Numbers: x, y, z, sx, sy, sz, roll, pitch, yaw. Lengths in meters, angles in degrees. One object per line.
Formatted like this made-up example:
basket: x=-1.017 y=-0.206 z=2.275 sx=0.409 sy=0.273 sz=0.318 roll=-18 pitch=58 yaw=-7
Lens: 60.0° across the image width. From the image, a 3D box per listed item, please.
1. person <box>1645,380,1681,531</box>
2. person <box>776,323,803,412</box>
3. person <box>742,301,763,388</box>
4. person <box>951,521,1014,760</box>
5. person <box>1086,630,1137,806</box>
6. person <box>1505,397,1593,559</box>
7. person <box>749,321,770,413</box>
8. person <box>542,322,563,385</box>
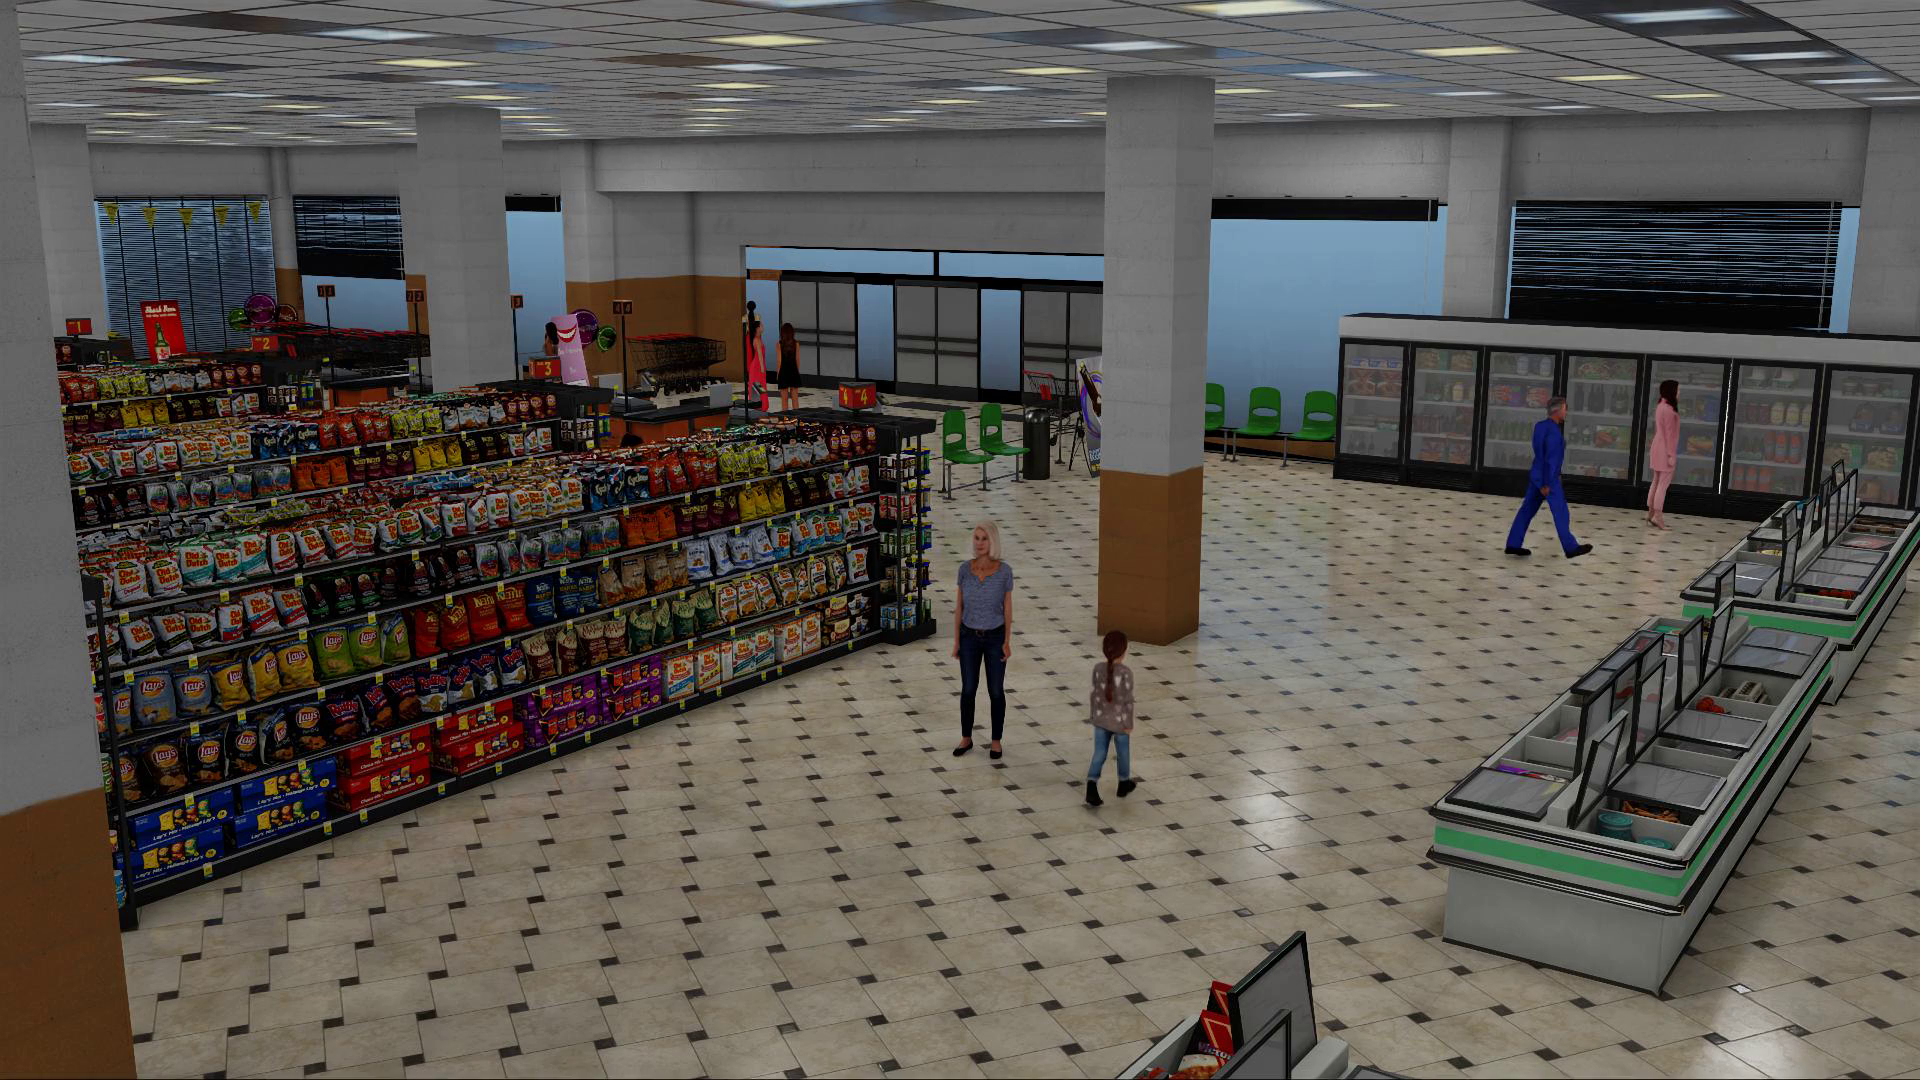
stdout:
person: x=8.484 y=-1.032 z=20.064 sx=0.750 sy=1.803 sz=0.627 roll=1 pitch=12 yaw=6
person: x=-2.907 y=-2.763 z=28.203 sx=0.627 sy=1.835 sz=0.724 roll=-5 pitch=13 yaw=-22
person: x=-4.306 y=-4.075 z=34.541 sx=0.643 sy=1.792 sz=0.746 roll=-5 pitch=13 yaw=-21
person: x=0.169 y=0.708 z=11.994 sx=0.649 sy=1.722 sz=0.623 roll=3 pitch=12 yaw=15
person: x=0.977 y=1.196 z=11.003 sx=0.524 sy=1.176 sz=0.822 roll=7 pitch=14 yaw=30
person: x=6.351 y=-0.653 z=18.317 sx=1.201 sy=1.780 sz=1.205 roll=-1 pitch=12 yaw=-2
person: x=-3.651 y=-3.102 z=30.074 sx=0.746 sy=1.727 sz=0.712 roll=-4 pitch=13 yaw=-19
person: x=-7.539 y=-3.216 z=30.814 sx=0.783 sy=1.645 sz=0.636 roll=2 pitch=12 yaw=8
